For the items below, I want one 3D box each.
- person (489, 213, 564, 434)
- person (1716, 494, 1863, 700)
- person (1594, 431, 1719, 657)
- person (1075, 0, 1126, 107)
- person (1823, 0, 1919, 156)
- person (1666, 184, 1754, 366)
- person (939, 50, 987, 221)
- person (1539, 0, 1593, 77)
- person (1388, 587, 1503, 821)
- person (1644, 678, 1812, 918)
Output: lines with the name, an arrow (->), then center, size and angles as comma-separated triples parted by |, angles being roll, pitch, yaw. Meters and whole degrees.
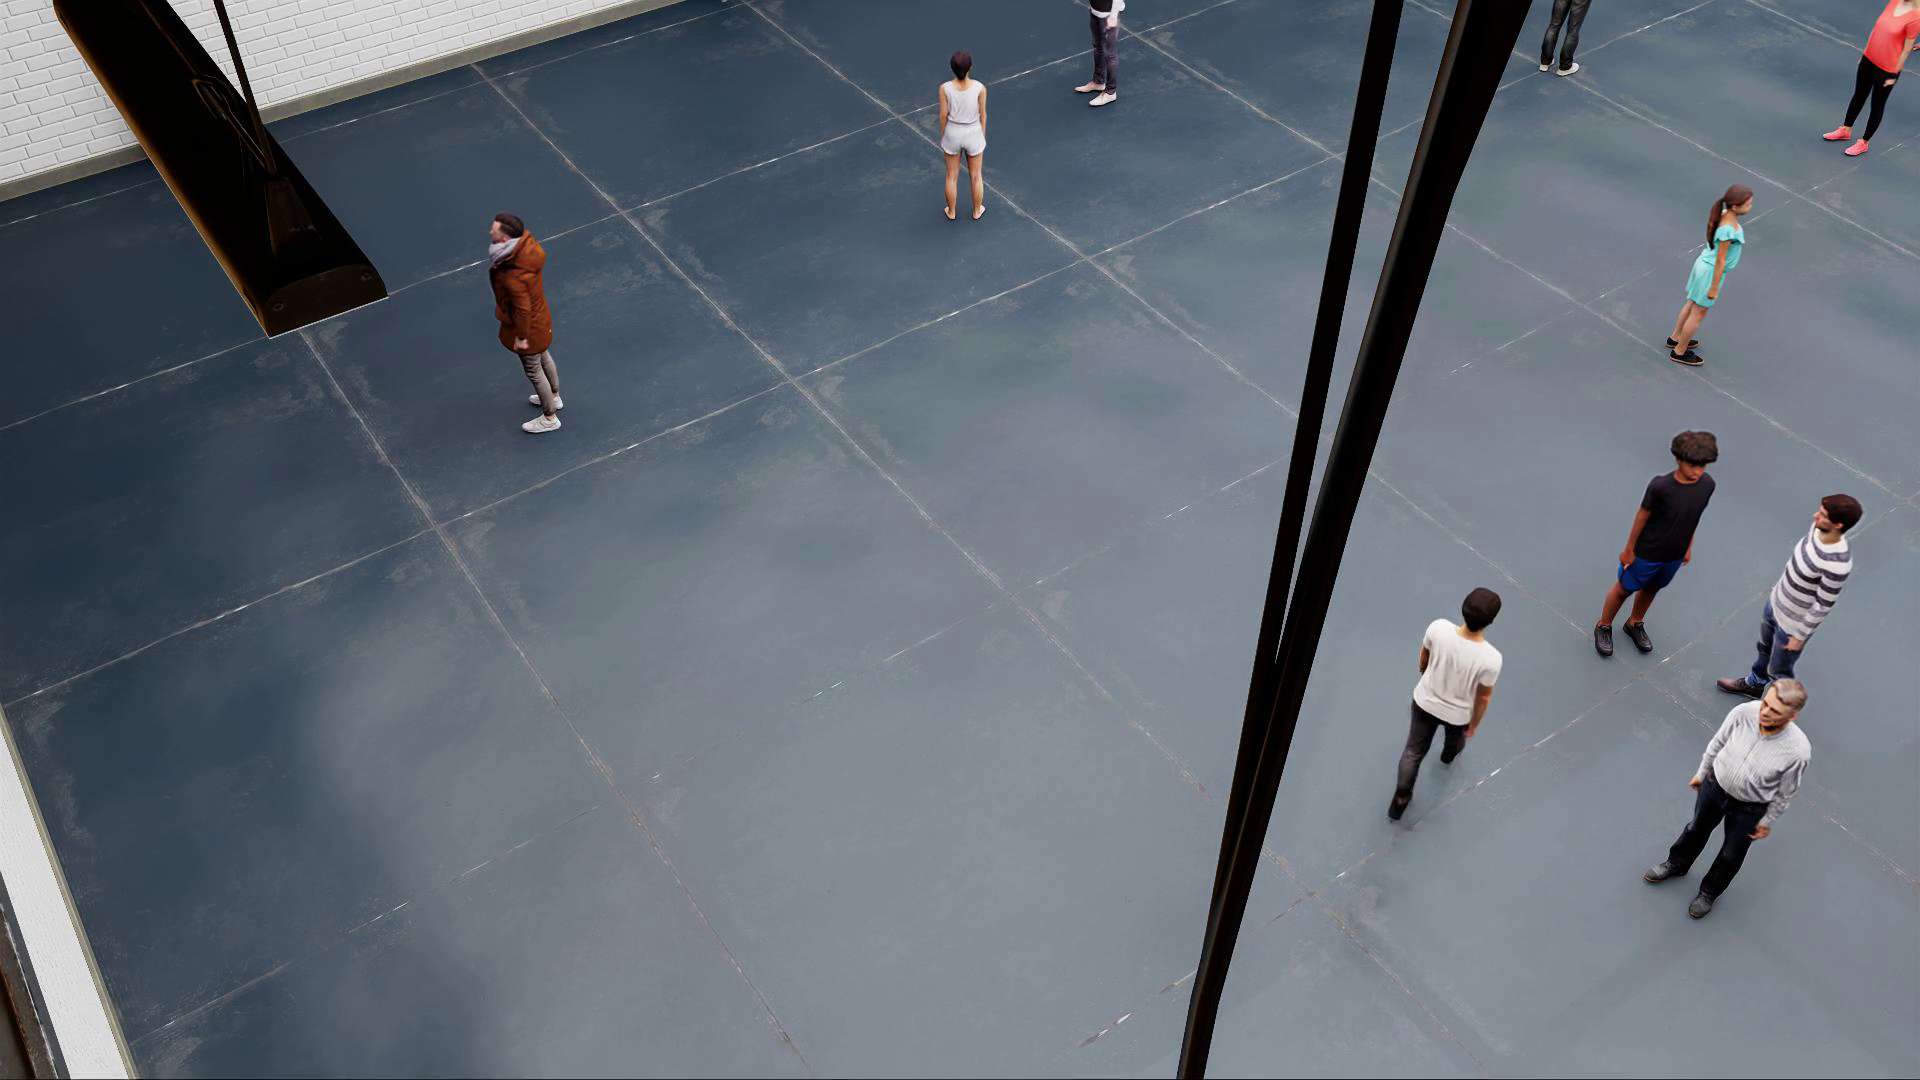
person -> -3.202, -1.625, 12.342 | 0.889, 1.839, 0.849 | -1, 44, -1
person -> 5.115, 0.436, 10.169 | 0.759, 1.853, 0.712 | 5, 44, 5
person -> 4.476, 0.015, 10.651 | 0.657, 1.797, 0.766 | -4, 44, -4
person -> 1.400, -5.089, 15.989 | 0.675, 1.824, 0.739 | -16, 46, -16
person -> 8.516, -4.385, 15.345 | 0.637, 1.693, 0.654 | -11, 45, -12
person -> 5.891, -2.101, 13.046 | 0.697, 1.558, 0.634 | 8, 44, 8
person -> 0.027, -3.520, 14.502 | 0.652, 1.604, 0.729 | 0, 44, 0
person -> 6.074, -5.479, 16.408 | 0.698, 1.811, 0.625 | 33, 52, 30
person -> 2.796, 0.992, 9.710 | 0.895, 1.681, 1.159 | 24, 49, 23
person -> 4.301, 1.399, 9.182 | 0.536, 1.820, 0.644 | -25, 49, -24
